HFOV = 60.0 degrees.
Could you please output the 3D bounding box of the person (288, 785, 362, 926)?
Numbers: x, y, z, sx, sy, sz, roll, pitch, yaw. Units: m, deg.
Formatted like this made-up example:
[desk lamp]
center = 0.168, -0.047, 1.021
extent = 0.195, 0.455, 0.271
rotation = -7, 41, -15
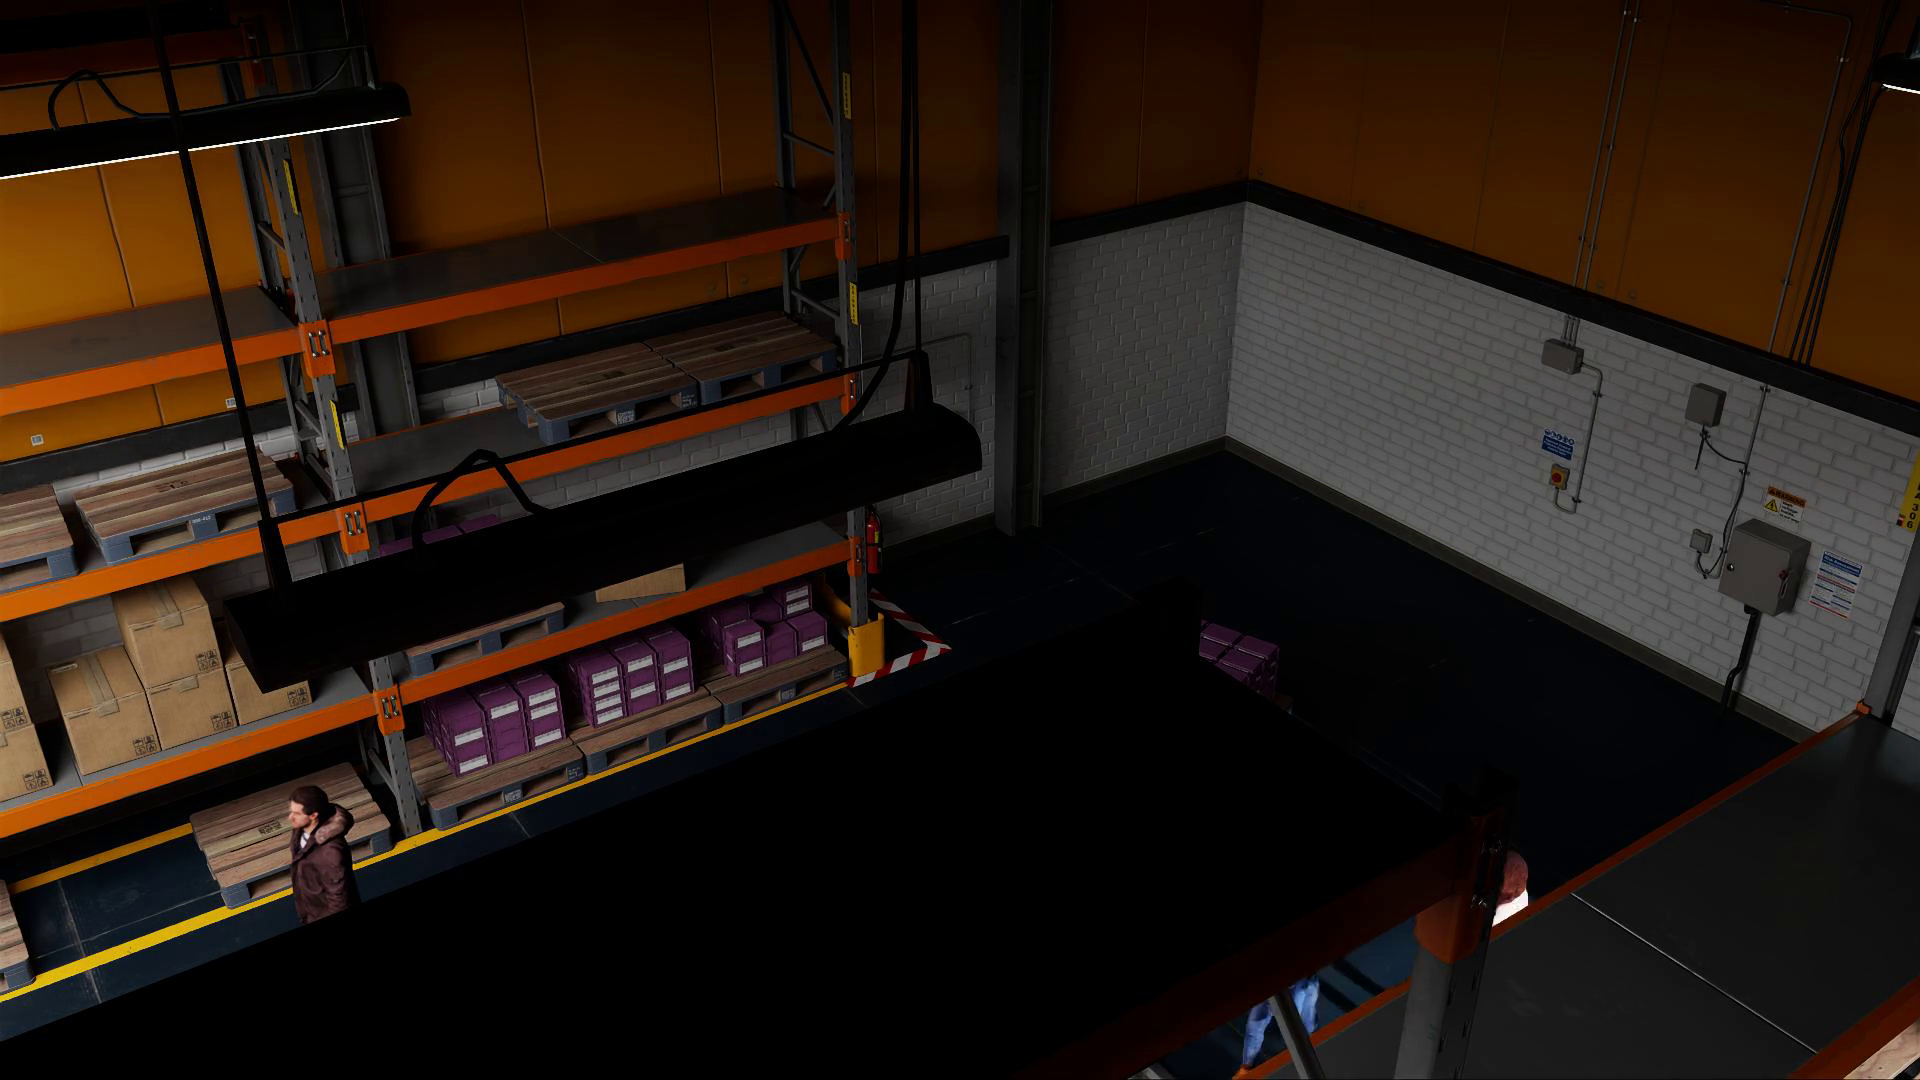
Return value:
[person]
center = -3.960, 2.302, 10.481
extent = 0.684, 1.849, 0.765
rotation = -22, 35, -34
